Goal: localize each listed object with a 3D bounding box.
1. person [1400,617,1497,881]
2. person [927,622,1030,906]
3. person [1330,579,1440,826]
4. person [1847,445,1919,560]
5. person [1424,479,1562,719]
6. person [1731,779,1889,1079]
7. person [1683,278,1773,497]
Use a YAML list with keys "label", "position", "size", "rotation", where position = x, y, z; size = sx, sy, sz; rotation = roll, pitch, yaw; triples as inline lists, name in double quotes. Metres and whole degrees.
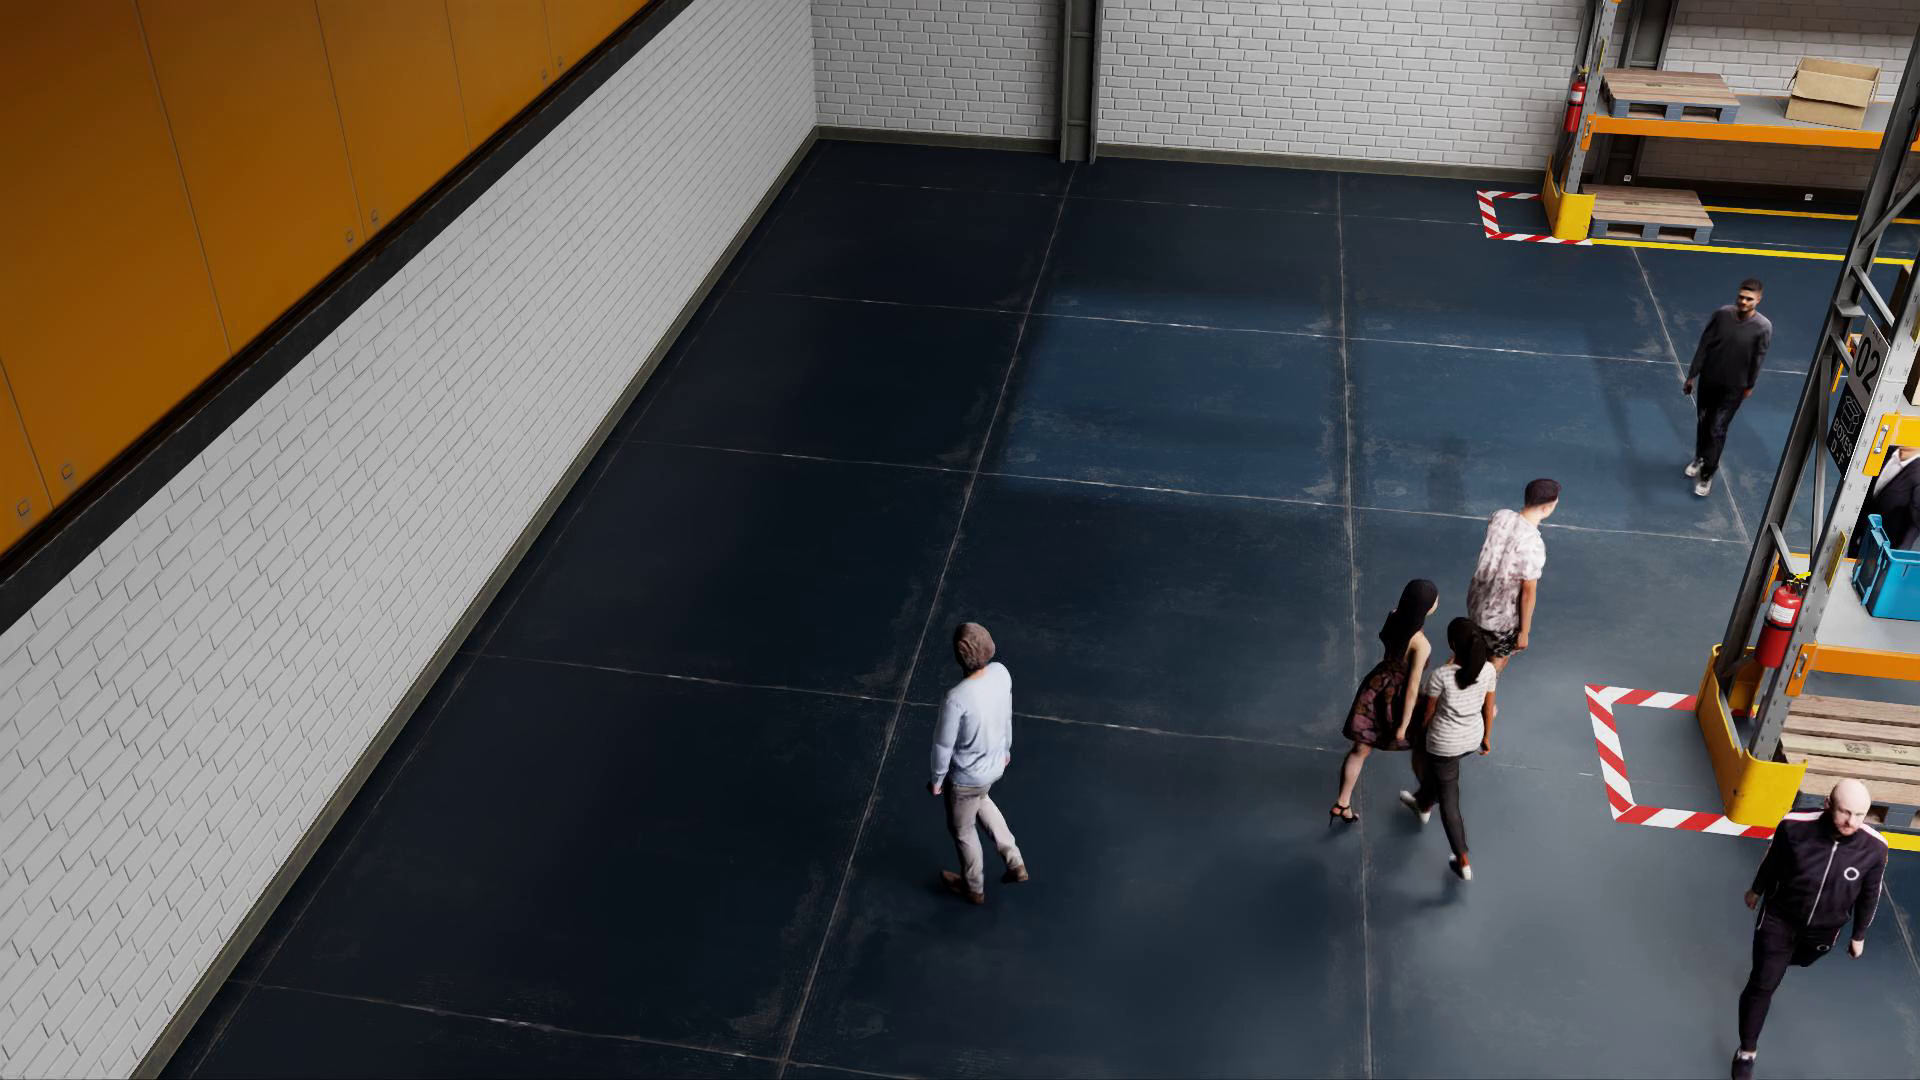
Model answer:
- label: "person"
  position: [2.836, 1.208, 9.477]
  size: [1.050, 1.609, 0.977]
  rotation: [-9, 35, -14]
- label: "person"
  position: [0.150, 1.296, 9.103]
  size: [0.929, 1.877, 0.851]
  rotation: [24, 41, 32]
- label: "person"
  position: [2.434, 0.999, 9.676]
  size: [1.119, 1.738, 0.970]
  rotation: [-14, 36, -20]
- label: "person"
  position: [6.119, -0.029, 11.031]
  size: [0.694, 1.950, 0.773]
  rotation: [-3, 34, -5]
- label: "person"
  position: [3.325, 0.417, 10.511]
  size: [0.985, 1.782, 0.915]
  rotation: [-7, 34, -11]
- label: "person"
  position: [4.233, 1.831, 8.370]
  size: [1.196, 1.799, 0.910]
  rotation: [12, 35, 17]
- label: "person"
  position: [6.031, -1.277, 13.094]
  size: [0.880, 1.744, 0.915]
  rotation: [28, 43, 35]
